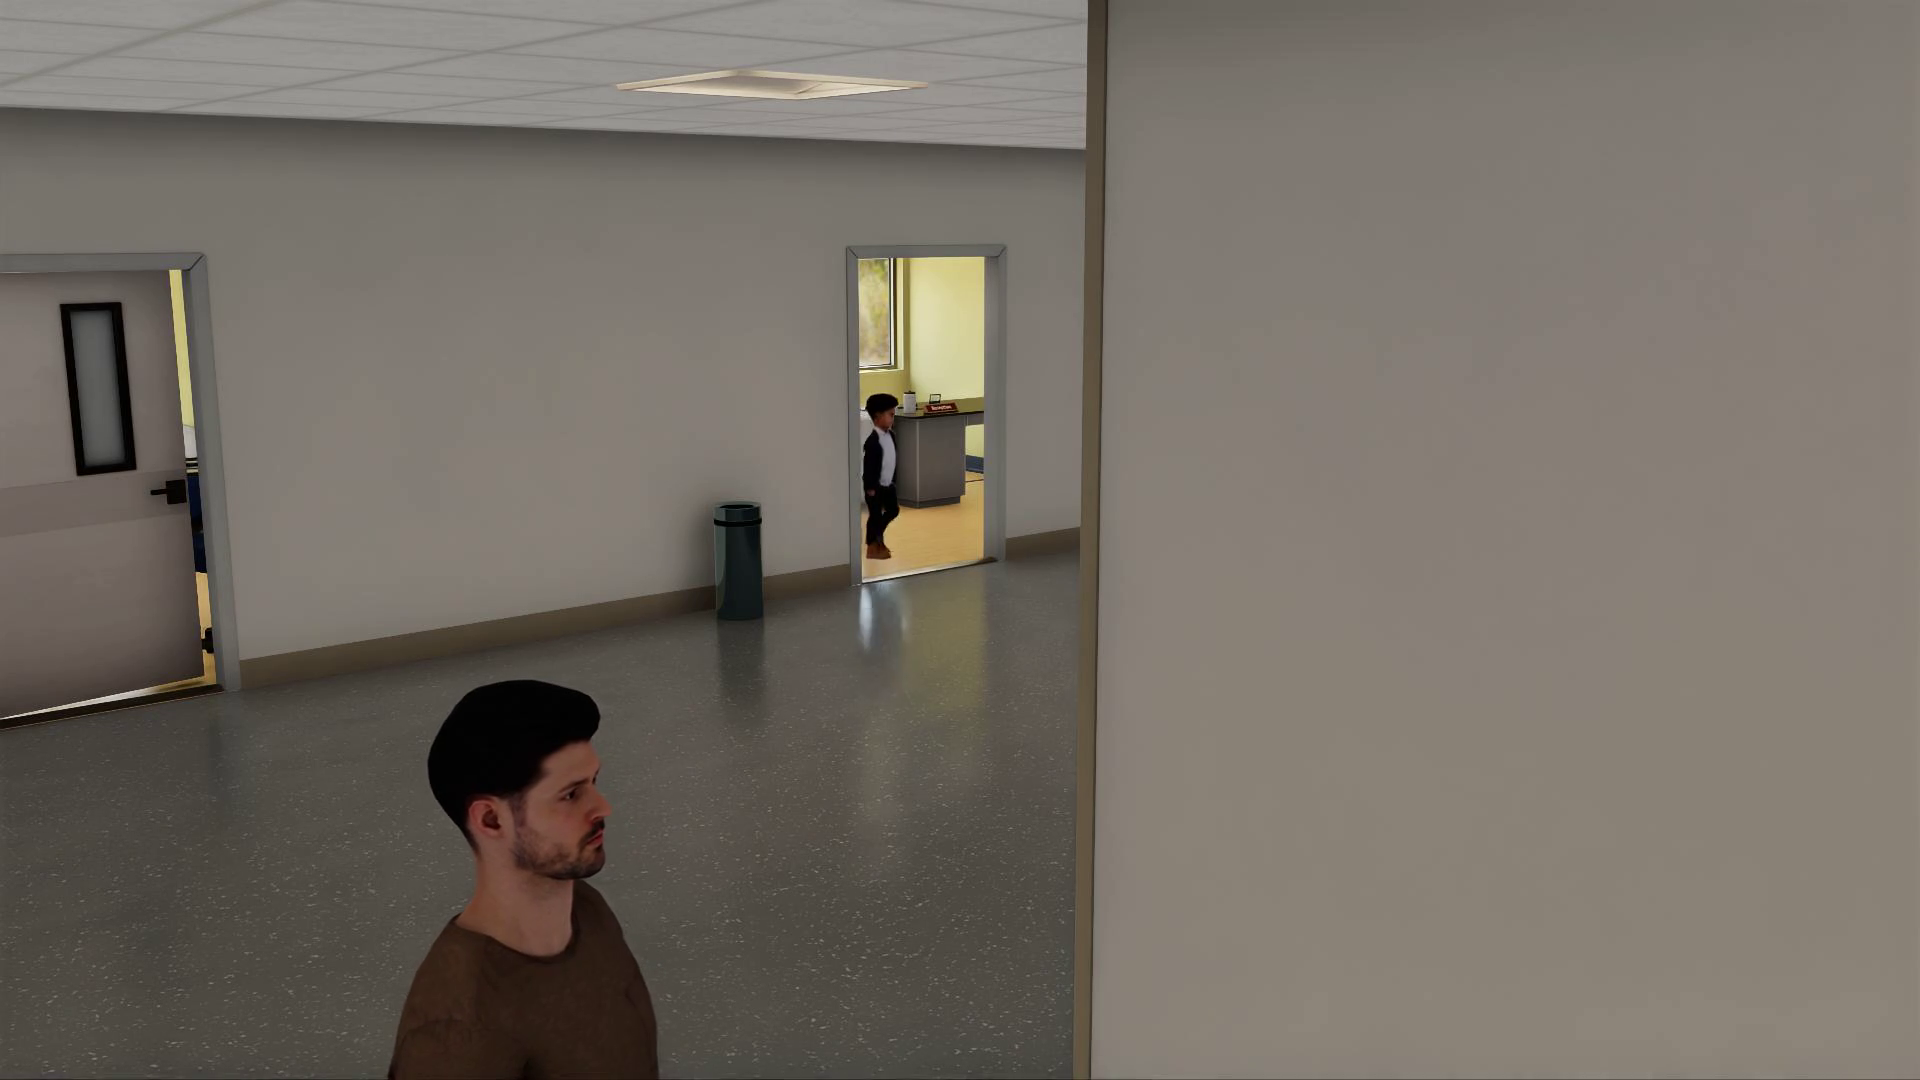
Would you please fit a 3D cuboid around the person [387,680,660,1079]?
[{"bbox_3d":[-0.558,1.100,2.246,0.796,1.889,0.736,1,11,5],"label":"person"}]

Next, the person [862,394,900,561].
[{"bbox_3d":[-0.637,-0.467,12.205,0.623,1.216,0.510,7,13,33],"label":"person"}]
